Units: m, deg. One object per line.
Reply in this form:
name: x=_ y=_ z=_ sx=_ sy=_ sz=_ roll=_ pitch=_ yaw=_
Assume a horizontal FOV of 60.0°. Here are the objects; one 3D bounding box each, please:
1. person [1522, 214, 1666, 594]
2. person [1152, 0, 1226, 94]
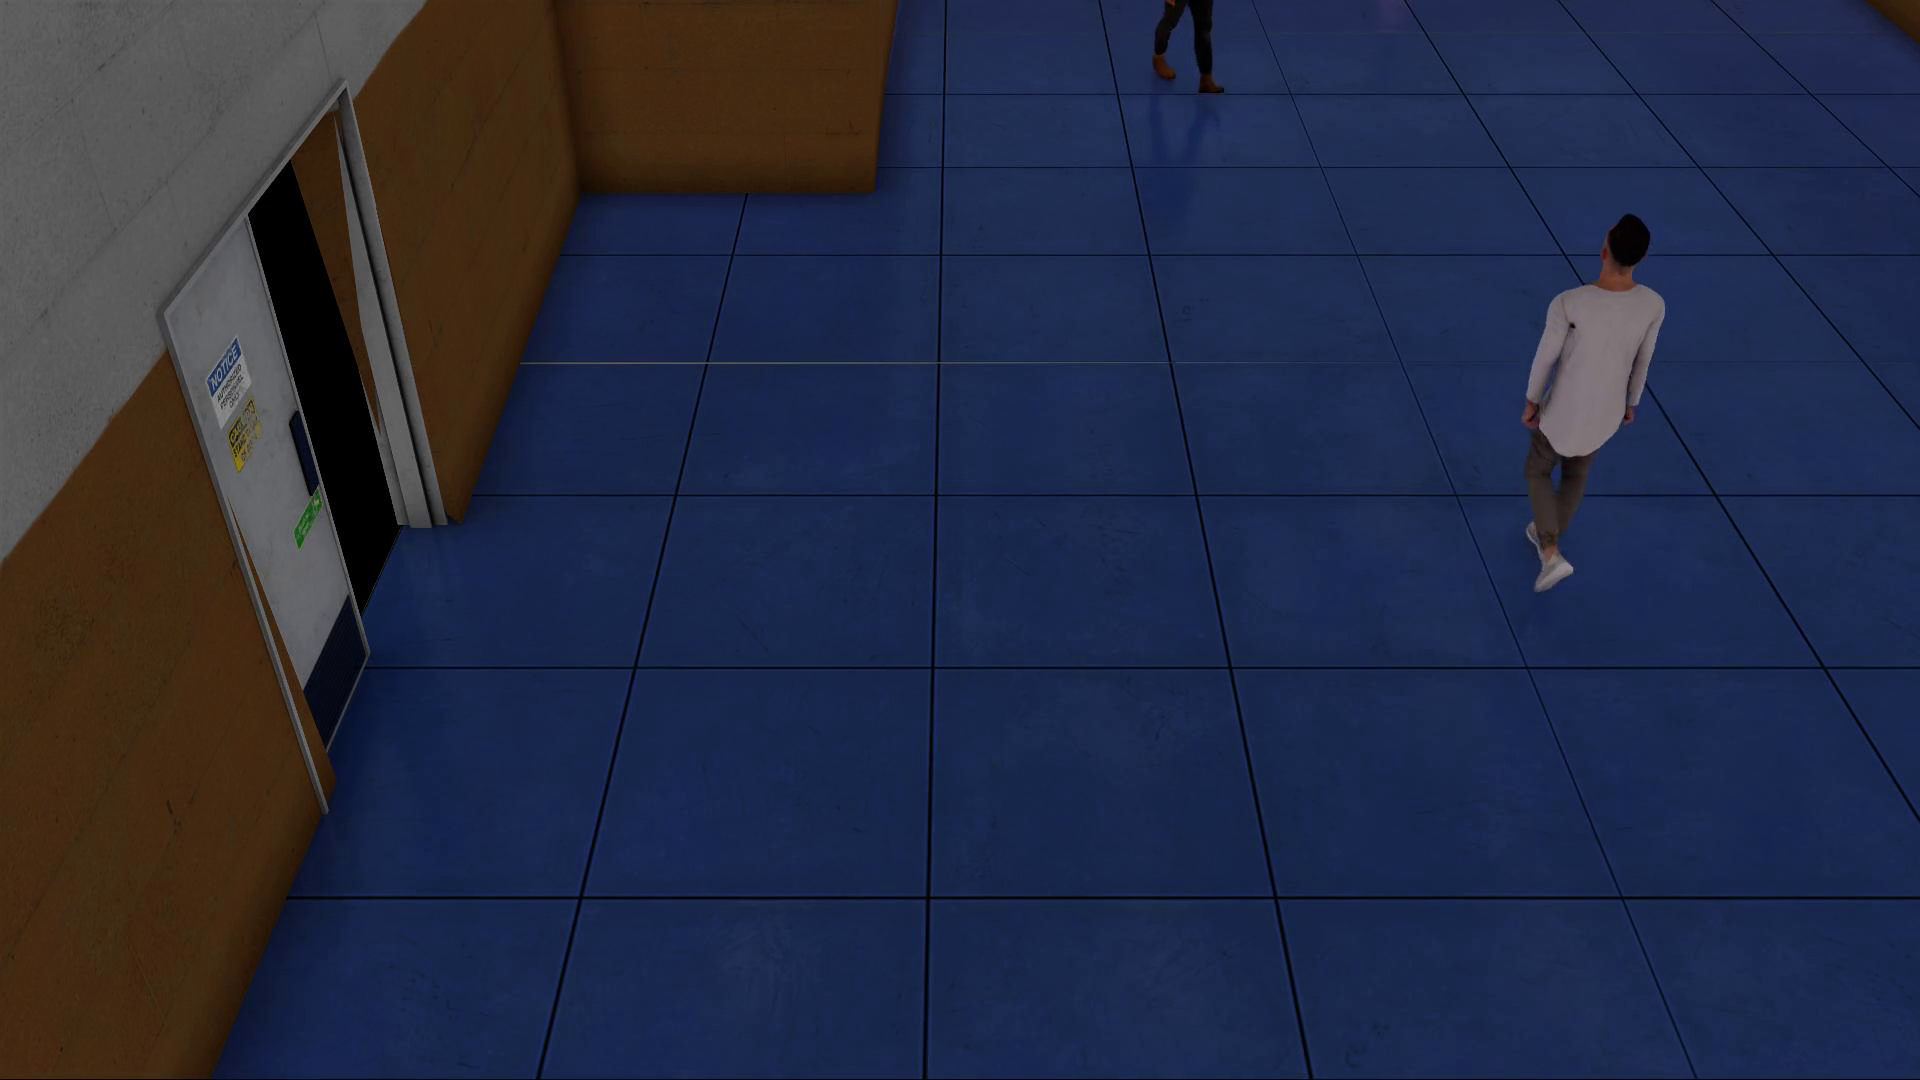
person: x=2.802 y=-0.561 z=7.436 sx=0.876 sy=1.827 sz=0.733 roll=0 pitch=37 yaw=-1
person: x=1.662 y=-4.209 z=12.423 sx=1.107 sy=1.675 sz=1.017 roll=-18 pitch=40 yaw=-22
